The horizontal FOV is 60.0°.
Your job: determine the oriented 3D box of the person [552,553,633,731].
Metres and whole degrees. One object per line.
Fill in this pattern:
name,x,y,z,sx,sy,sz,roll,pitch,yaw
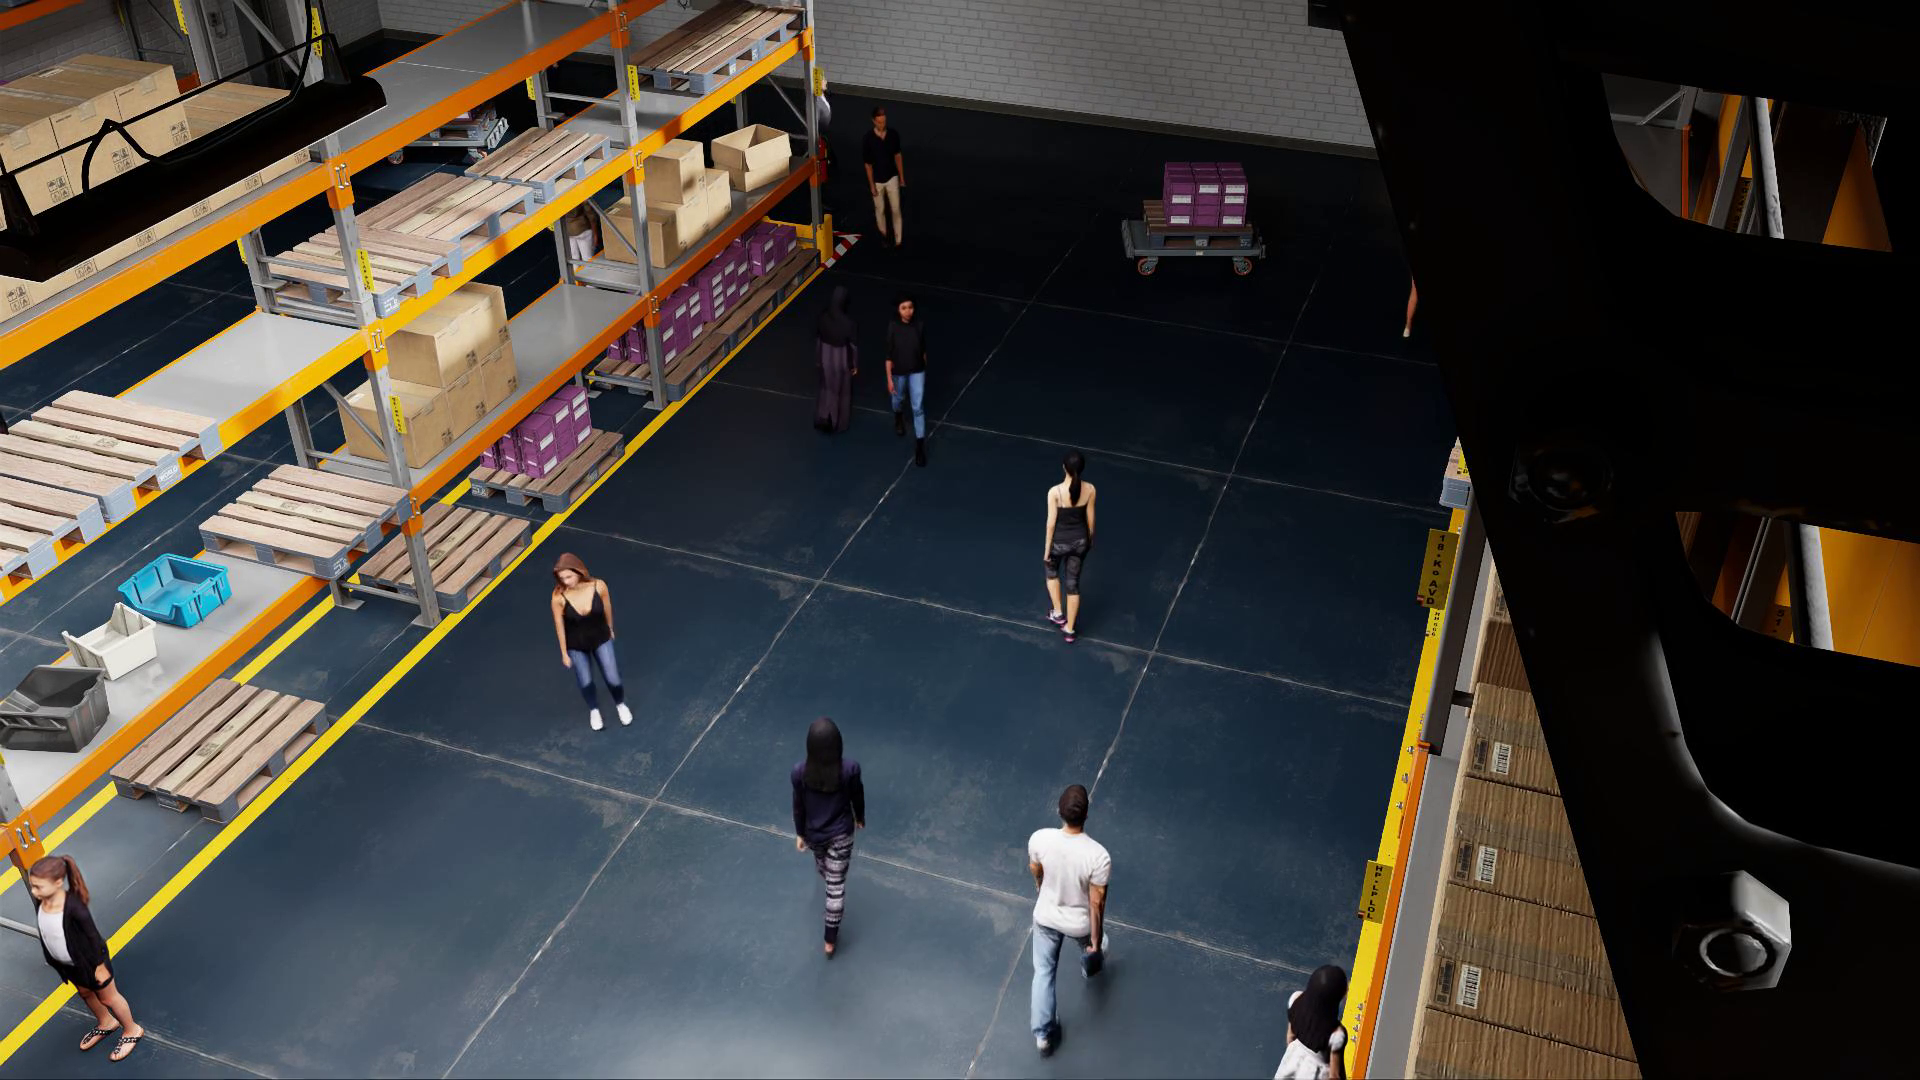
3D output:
person,-2.782,0.734,12.500,0.751,1.681,0.803,-19,38,-27

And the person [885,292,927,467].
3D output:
person,-0.540,-1.641,16.090,0.960,1.662,1.218,-6,34,-8

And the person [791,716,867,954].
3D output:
person,-0.842,1.926,10.711,0.907,1.677,1.174,-2,34,-3

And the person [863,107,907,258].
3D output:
person,-0.945,-4.365,20.055,0.963,1.810,1.103,-7,34,-11

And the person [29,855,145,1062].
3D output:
person,-5.270,2.487,9.976,0.535,1.555,0.526,12,35,17

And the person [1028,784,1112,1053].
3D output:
person,0.607,2.319,10.005,0.669,1.803,1.142,12,35,17

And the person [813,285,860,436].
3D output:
person,-1.239,-1.721,16.265,0.638,1.601,0.787,9,35,14

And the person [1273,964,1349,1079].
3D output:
person,1.898,2.970,9.057,0.821,1.769,0.783,-20,39,-28

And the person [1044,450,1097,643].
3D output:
person,0.900,0.094,13.432,0.743,1.715,0.799,-7,34,-11

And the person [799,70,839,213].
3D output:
person,-1.854,-5.062,21.082,0.930,1.834,0.826,-2,34,-3
